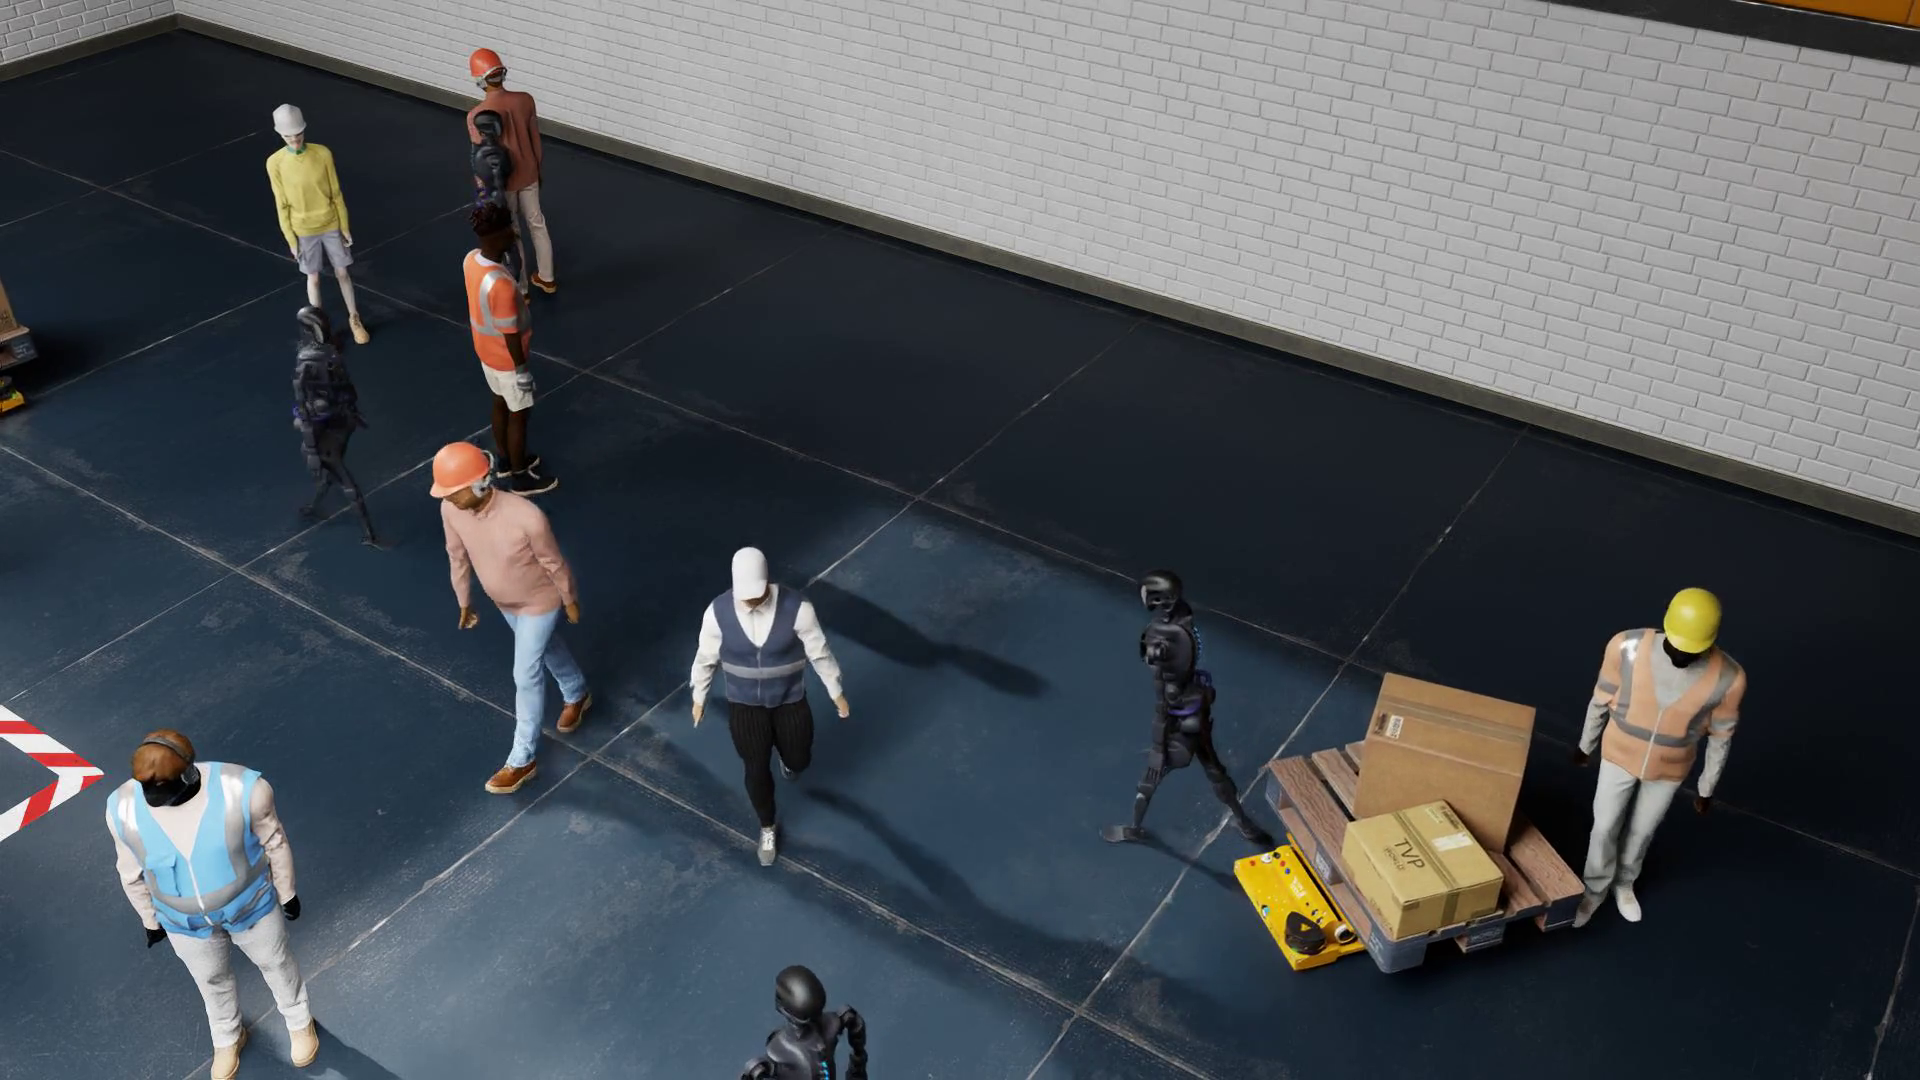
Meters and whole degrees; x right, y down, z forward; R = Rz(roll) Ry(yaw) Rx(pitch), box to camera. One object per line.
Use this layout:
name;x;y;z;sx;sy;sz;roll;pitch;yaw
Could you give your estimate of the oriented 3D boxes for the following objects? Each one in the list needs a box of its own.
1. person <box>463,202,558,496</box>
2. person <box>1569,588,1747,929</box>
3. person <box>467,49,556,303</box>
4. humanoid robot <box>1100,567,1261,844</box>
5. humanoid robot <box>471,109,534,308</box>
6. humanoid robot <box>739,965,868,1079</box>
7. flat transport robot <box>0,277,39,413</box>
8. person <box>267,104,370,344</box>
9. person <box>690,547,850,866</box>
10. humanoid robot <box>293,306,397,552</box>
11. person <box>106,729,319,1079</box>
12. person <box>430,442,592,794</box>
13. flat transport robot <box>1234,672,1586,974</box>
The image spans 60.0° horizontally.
person;-2.861;-1.197;10.503;0.367;1.959;0.604;-20;40;-26
person;3.072;0.981;7.431;0.599;1.912;0.425;16;38;21
person;-3.448;-2.769;12.724;0.389;1.986;0.611;26;43;32
humanoid robot;1.100;0.852;7.868;0.755;1.610;0.611;13;37;18
humanoid robot;-3.461;-2.445;12.526;0.329;1.648;0.590;-13;37;-18
humanoid robot;-0.606;2.137;6.011;0.613;1.630;0.755;-27;43;-33
flat transport robot;-7.378;-1.144;11.899;1.431;0.231;0.659;25;42;31
person;-4.687;-2.273;12.110;0.478;1.883;0.388;-19;39;-25
person;-0.909;0.718;7.950;0.765;1.742;0.614;-3;35;-5
humanoid robot;-3.895;-0.699;10.093;0.747;1.630;0.609;6;35;8
person;-3.016;1.488;6.767;0.633;1.839;0.429;-9;36;-13
person;-2.272;0.327;8.347;0.618;1.925;0.995;18;39;24
flat transport robot;2.107;1.603;7.972;1.431;0.231;0.659;-10;36;-14
